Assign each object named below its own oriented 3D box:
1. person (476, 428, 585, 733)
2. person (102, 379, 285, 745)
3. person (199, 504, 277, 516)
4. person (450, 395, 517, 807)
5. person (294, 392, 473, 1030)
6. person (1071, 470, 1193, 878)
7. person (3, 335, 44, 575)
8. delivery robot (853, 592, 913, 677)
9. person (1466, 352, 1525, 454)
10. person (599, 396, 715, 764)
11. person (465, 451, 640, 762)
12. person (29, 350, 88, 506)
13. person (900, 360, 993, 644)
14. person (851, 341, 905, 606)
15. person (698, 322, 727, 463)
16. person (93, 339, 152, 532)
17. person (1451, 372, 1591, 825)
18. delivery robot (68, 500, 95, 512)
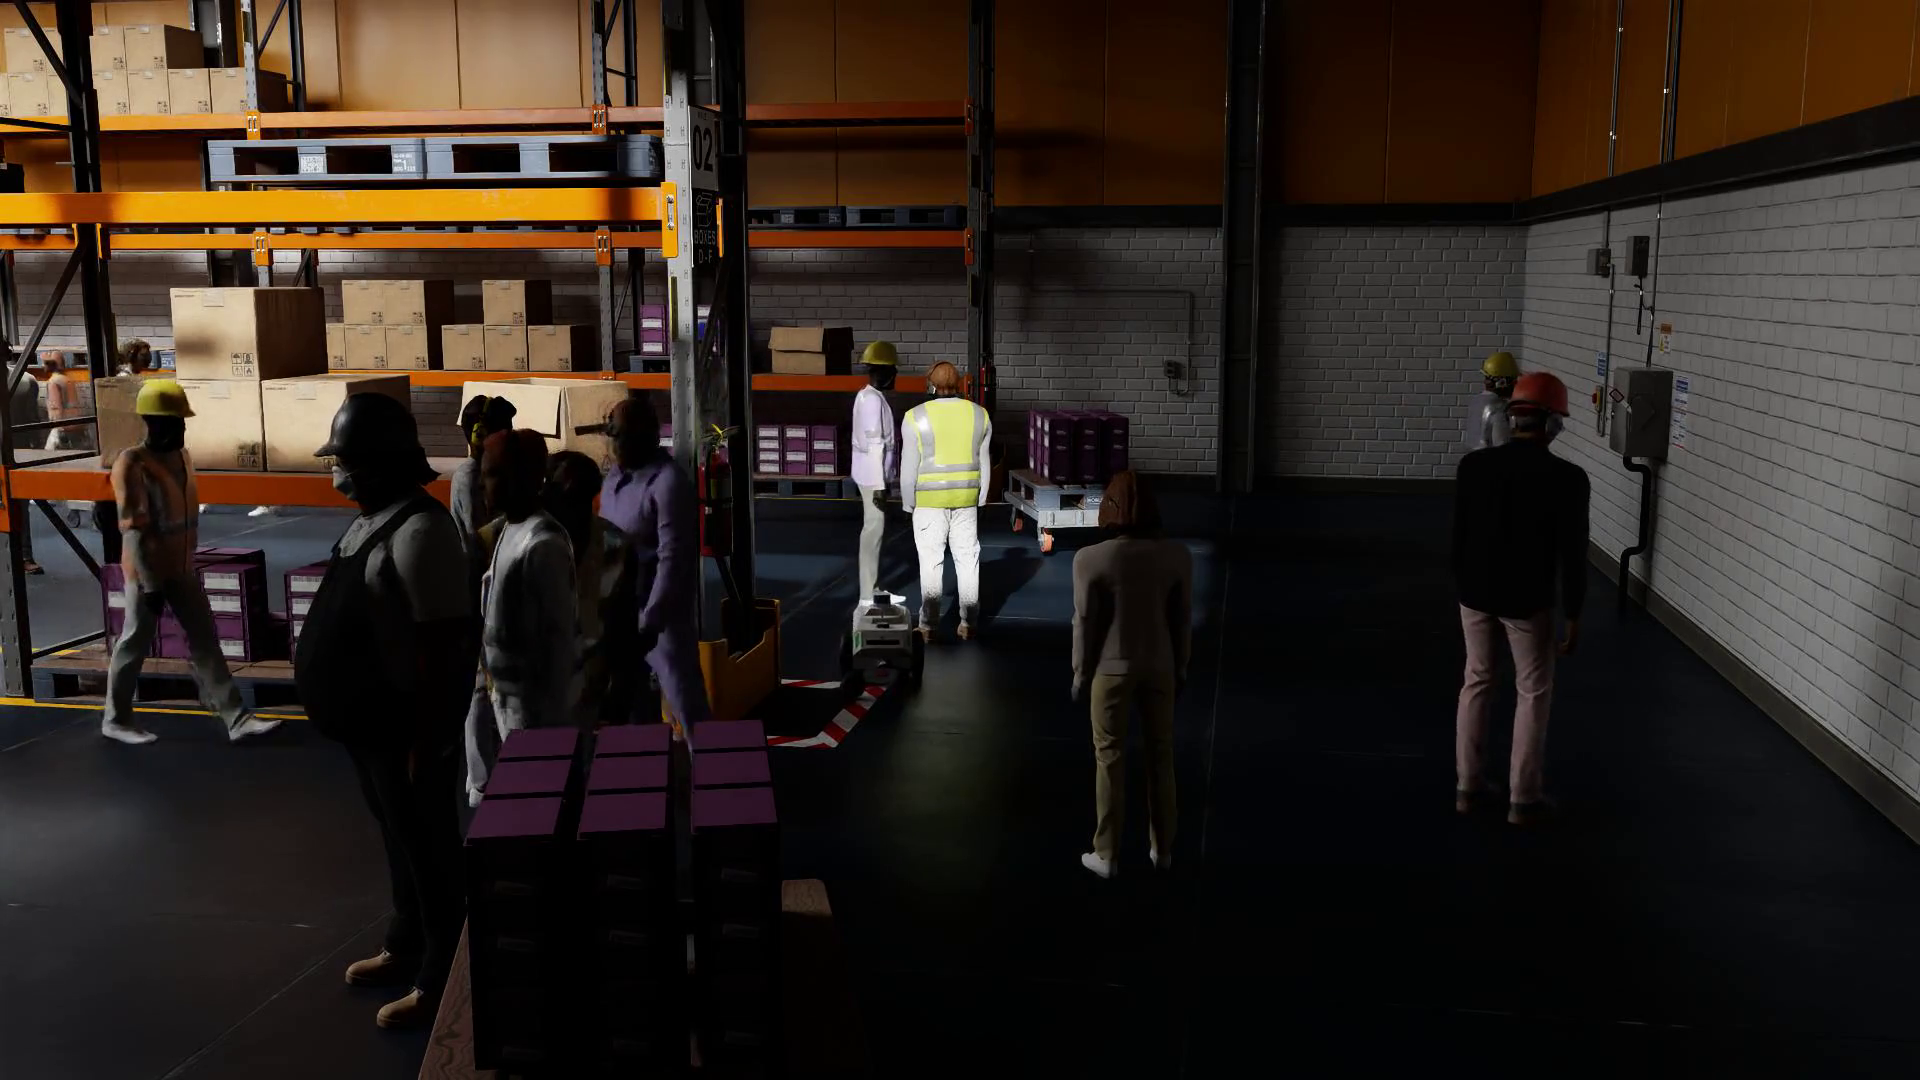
[{"bbox_3d":[-1.488,0.544,5.802,0.337,1.884,0.584,-4,10,-25],"label":"person"},{"bbox_3d":[-3.964,0.135,8.355,0.987,1.874,0.610,2,9,12],"label":"person"},{"bbox_3d":[-7.232,-1.113,16.333,1.050,1.803,0.529,1,9,7],"label":"person"},{"bbox_3d":[-2.127,0.275,7.532,0.328,1.865,0.519,-3,10,-16],"label":"person"},{"bbox_3d":[-1.846,0.537,5.350,0.535,2.000,0.686,-6,11,-32],"label":"person"},{"bbox_3d":[0.680,0.534,6.621,0.498,1.636,0.286,-2,9,-12],"label":"person"},{"bbox_3d":[-7.545,-0.662,13.115,0.362,1.936,0.631,7,12,37],"label":"person"},{"bbox_3d":[-0.451,0.544,9.613,0.477,0.478,0.707,0,9,-3],"label":"delivery robot"},{"bbox_3d":[3.901,-0.451,12.127,0.404,1.831,0.600,-1,9,-5],"label":"person"},{"bbox_3d":[-1.336,0.317,7.239,0.418,1.883,0.886,-8,12,-42],"label":"person"},{"bbox_3d":[-1.523,0.548,6.144,0.685,1.771,0.928,-4,10,-25],"label":"person"},{"bbox_3d":[-9.259,-1.132,17.056,0.759,1.608,0.537,-1,9,-4],"label":"person"},{"bbox_3d":[-0.105,-0.244,10.807,0.623,1.847,0.429,-4,10,-21],"label":"person"},{"bbox_3d":[-0.581,-0.457,11.888,0.389,1.925,0.587,0,9,-2],"label":"person"},{"bbox_3d":[-2.439,-1.127,16.006,0.430,1.929,0.618,1,9,3],"label":"person"},{"bbox_3d":[-7.647,-0.955,15.403,0.930,1.785,0.507,-1,9,-3],"label":"person"},{"bbox_3d":[2.455,0.258,7.292,0.644,1.971,0.452,9,13,44],"label":"person"},{"bbox_3d":[-8.051,-0.430,15.659,0.707,0.478,0.477,4,10,23],"label":"delivery robot"}]
